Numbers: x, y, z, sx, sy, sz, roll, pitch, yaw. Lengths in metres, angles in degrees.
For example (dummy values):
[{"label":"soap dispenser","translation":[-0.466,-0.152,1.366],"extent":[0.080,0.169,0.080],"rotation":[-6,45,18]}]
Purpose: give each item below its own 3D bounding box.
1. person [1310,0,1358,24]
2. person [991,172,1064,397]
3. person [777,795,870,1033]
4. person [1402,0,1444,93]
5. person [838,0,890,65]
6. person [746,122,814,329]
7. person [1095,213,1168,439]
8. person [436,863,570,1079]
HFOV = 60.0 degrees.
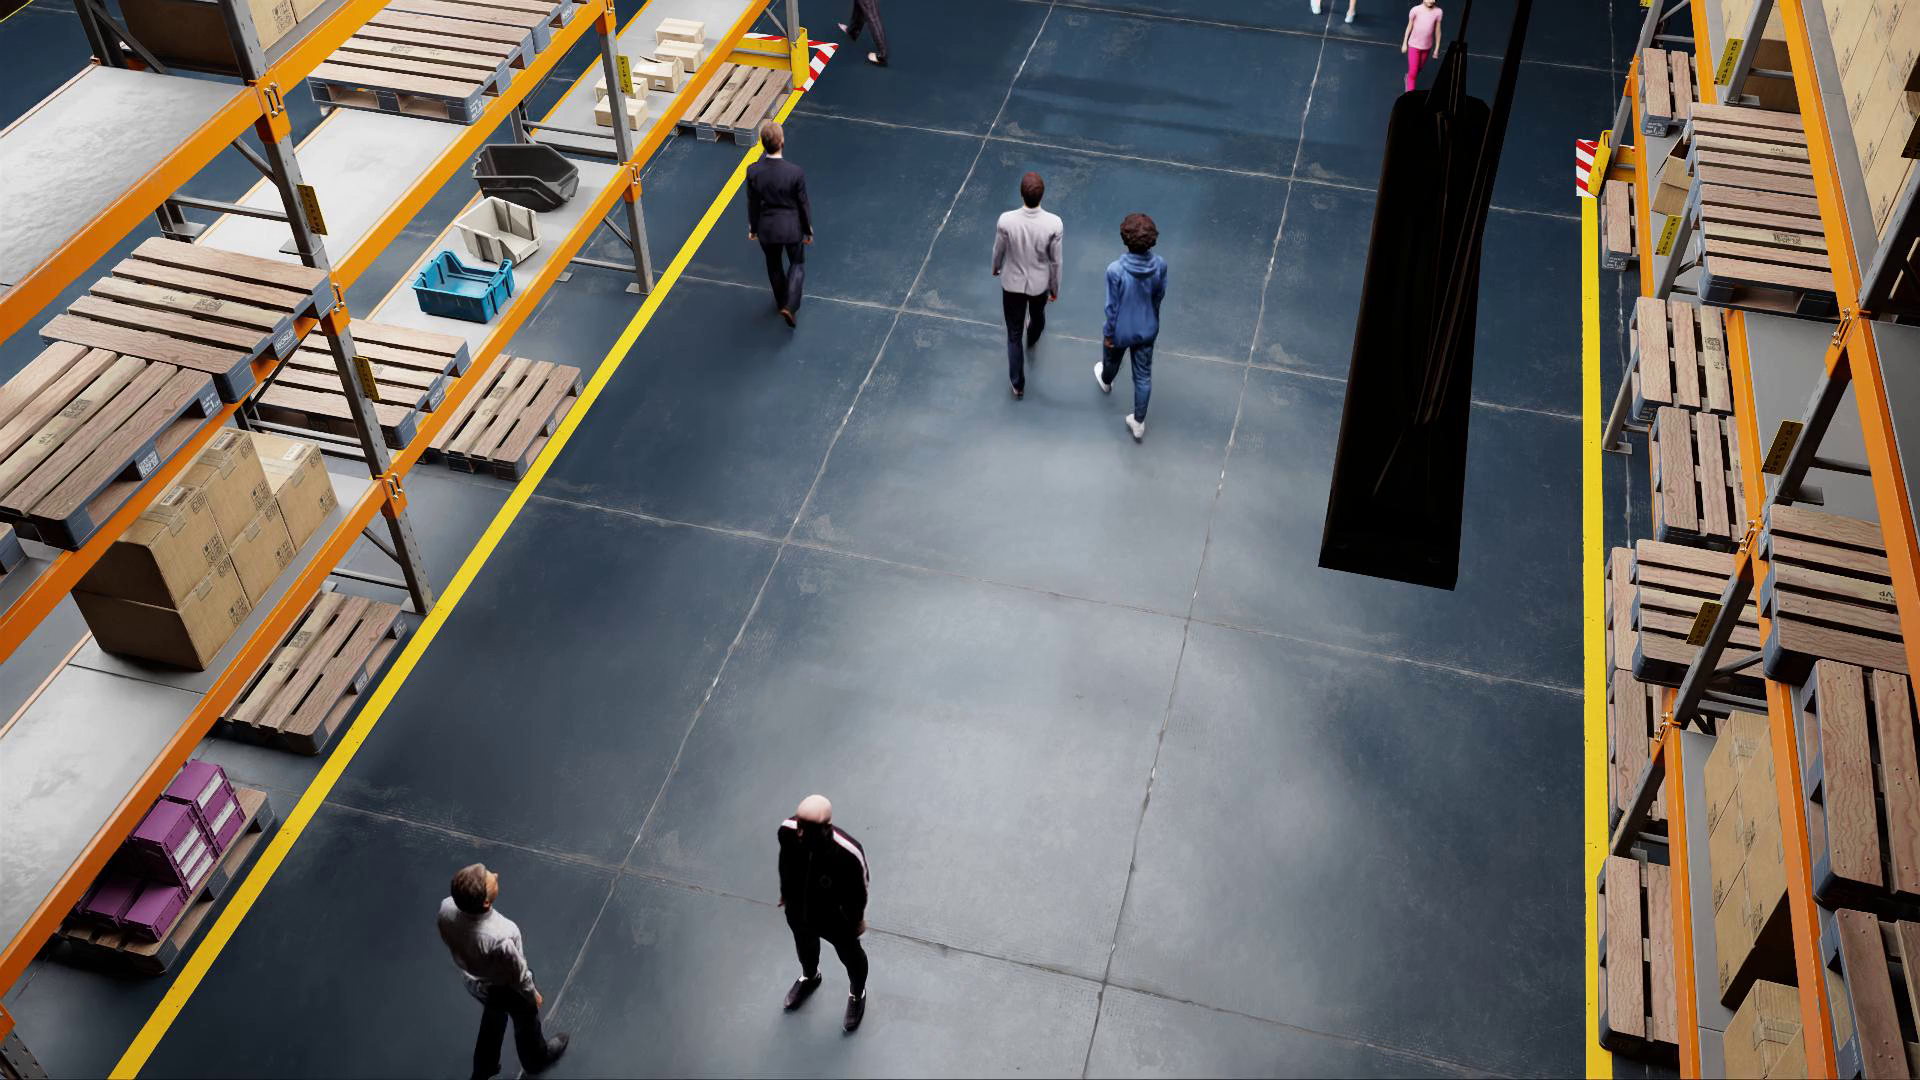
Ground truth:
[{"label":"person","translation":[4.150,-6.427,17.726],"extent":[0.687,1.755,0.621],"rotation":[8,44,8]},{"label":"person","translation":[0.516,-1.951,12.989],"extent":[0.926,1.807,1.242],"rotation":[-2,44,-2]},{"label":"person","translation":[-0.721,1.951,8.872],"extent":[0.697,1.837,0.616],"rotation":[16,46,17]},{"label":"person","translation":[4.574,-4.953,16.543],"extent":[0.643,1.252,0.948],"rotation":[1,44,1]},{"label":"person","translation":[-0.891,-5.736,16.942],"extent":[0.989,1.835,1.107],"rotation":[28,50,26]},{"label":"person","translation":[-1.490,-2.542,13.615],"extent":[0.803,1.800,0.987],"rotation":[2,44,2]},{"label":"person","translation":[1.326,-1.571,12.619],"extent":[1.003,1.768,1.214],"rotation":[-9,44,-9]},{"label":"person","translation":[-2.429,2.291,8.535],"extent":[0.812,1.809,0.909],"rotation":[24,49,23]}]
